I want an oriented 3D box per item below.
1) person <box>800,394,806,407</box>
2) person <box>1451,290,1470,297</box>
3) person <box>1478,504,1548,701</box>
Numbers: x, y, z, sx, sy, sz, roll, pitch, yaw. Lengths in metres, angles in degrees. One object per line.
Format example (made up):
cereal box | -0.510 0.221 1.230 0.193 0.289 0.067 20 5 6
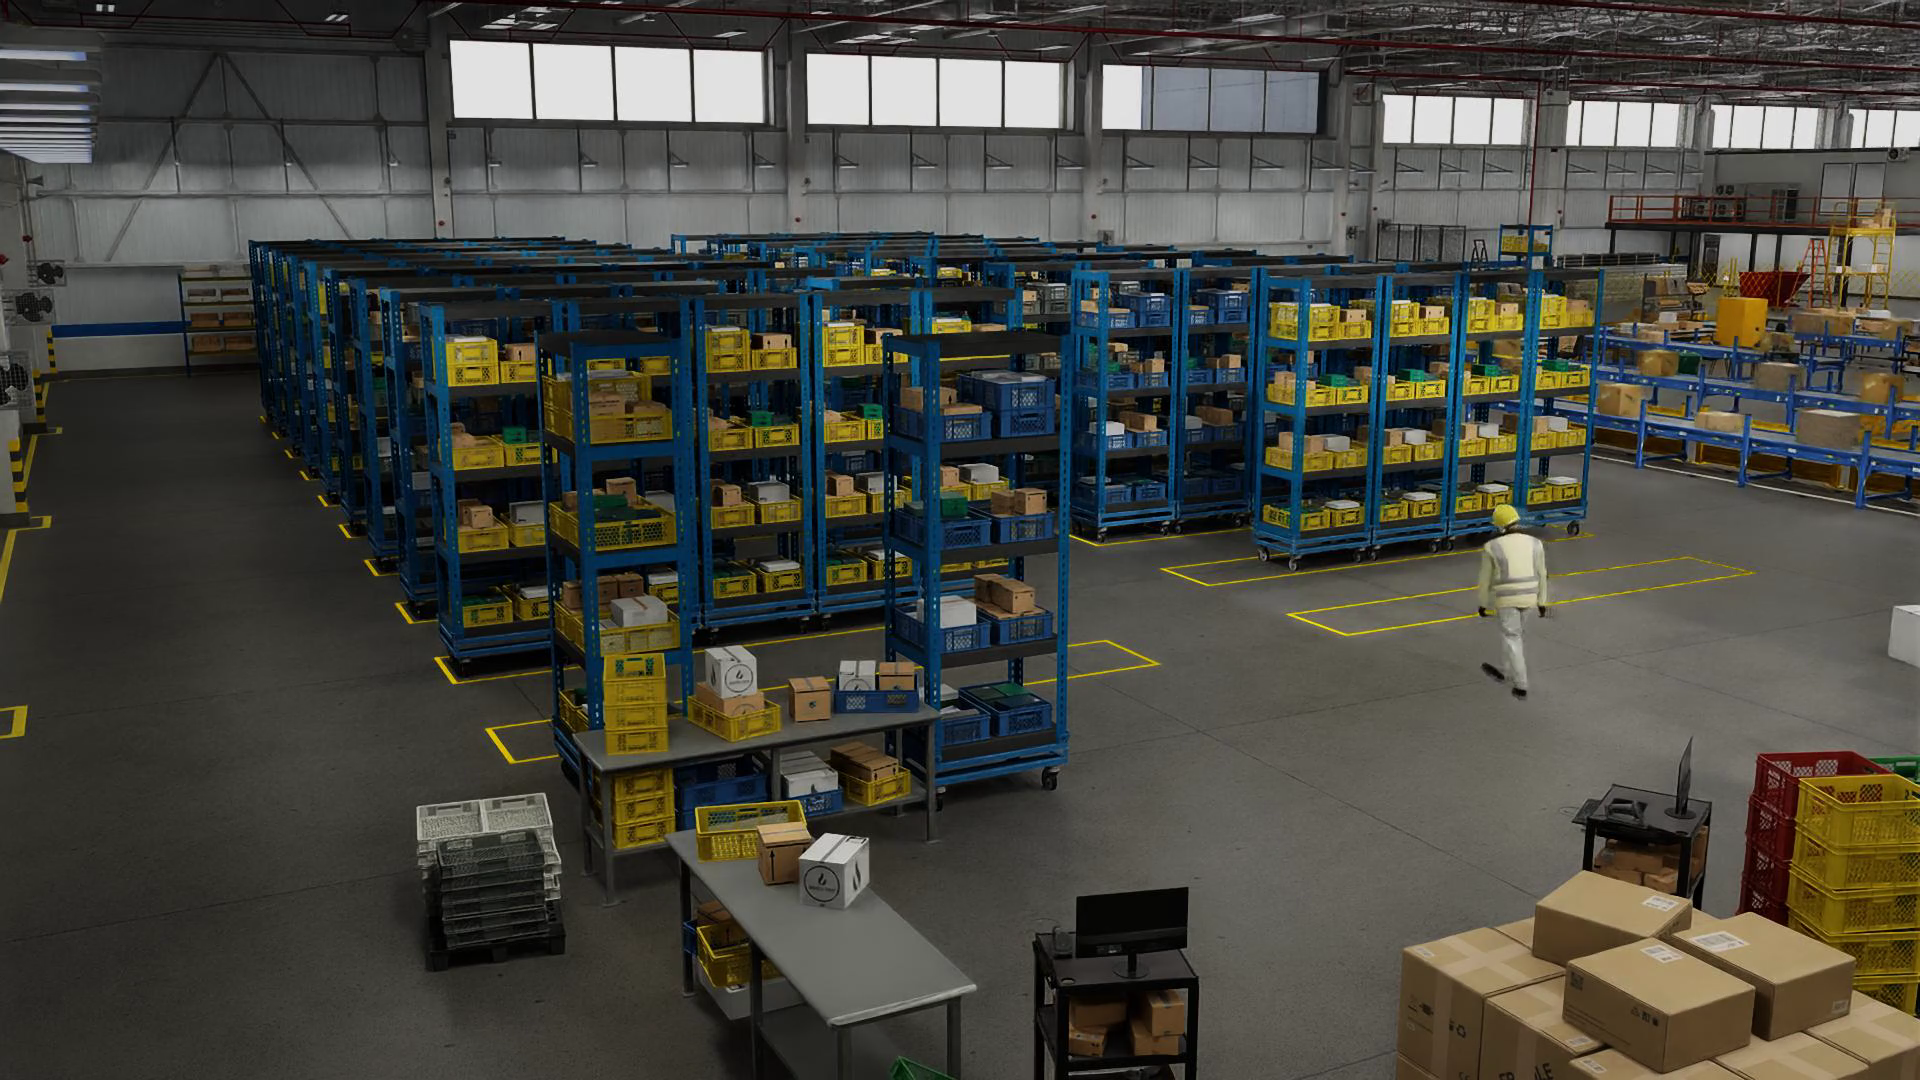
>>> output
person | -2.248 -1.728 26.099 0.577 1.821 0.657 -4 13 -19
person | 14.804 -6.787 49.289 0.650 2.008 0.884 6 14 27
person | 5.128 0.549 15.527 0.614 1.779 0.861 -3 12 -12
